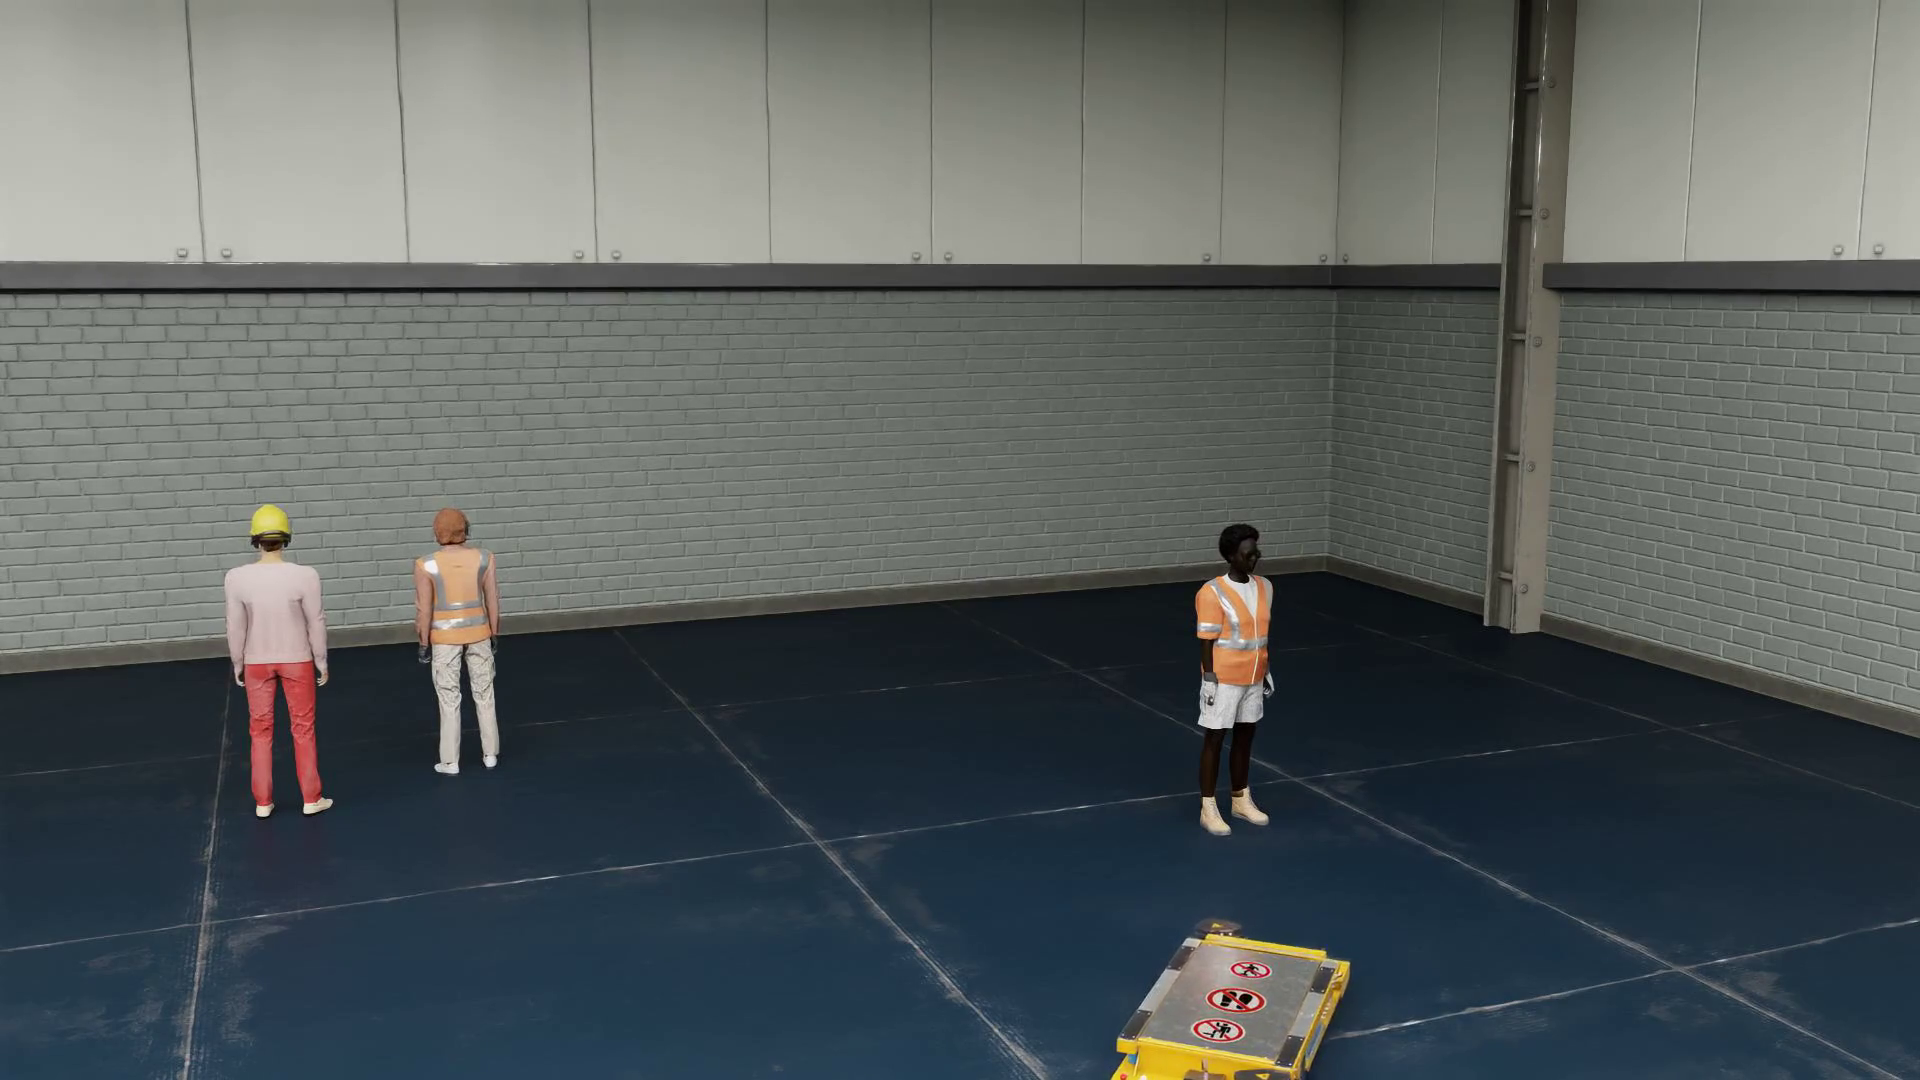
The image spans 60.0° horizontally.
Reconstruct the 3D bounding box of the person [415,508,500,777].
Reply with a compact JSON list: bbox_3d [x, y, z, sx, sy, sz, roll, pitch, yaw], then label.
[{"bbox_3d":[-3.040,0.617,10.104,0.512,1.638,0.312,-6,11,-33],"label":"person"}]

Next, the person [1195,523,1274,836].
[{"bbox_3d":[1.507,0.748,9.087,0.535,1.700,0.318,-7,11,-36],"label":"person"}]

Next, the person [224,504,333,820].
[{"bbox_3d":[-3.795,0.683,9.283,0.532,1.771,0.304,-1,9,-8],"label":"person"}]

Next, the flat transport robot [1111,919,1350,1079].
[{"bbox_3d":[1.093,1.865,6.544,0.652,0.197,1.431,4,10,22],"label":"flat transport robot"}]
